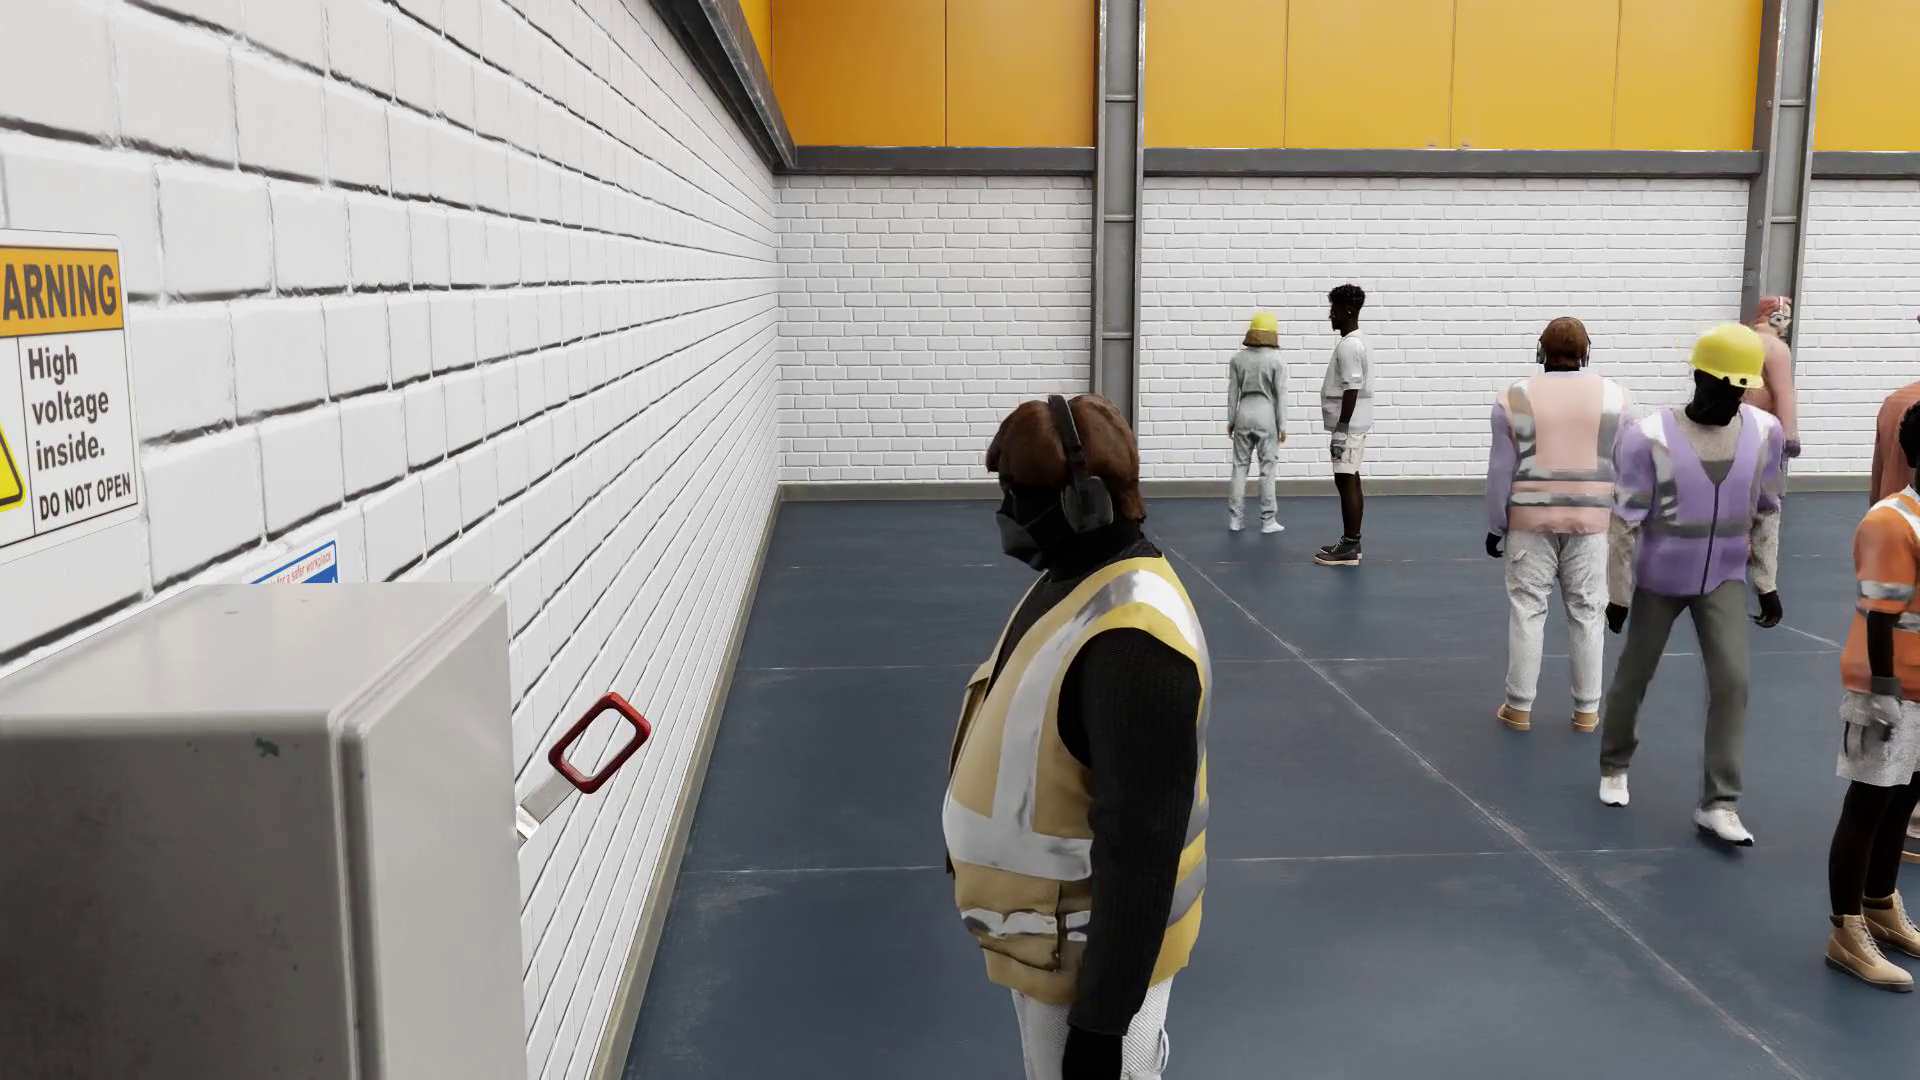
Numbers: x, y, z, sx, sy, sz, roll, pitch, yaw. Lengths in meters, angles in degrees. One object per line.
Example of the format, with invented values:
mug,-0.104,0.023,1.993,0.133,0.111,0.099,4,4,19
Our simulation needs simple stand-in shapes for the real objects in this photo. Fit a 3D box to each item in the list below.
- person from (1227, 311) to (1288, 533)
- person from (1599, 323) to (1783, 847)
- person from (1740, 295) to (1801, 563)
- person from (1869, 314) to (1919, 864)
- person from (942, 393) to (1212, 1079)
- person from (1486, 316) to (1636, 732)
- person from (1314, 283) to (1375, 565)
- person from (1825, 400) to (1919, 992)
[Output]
person,2.351,-0.925,13.107,0.492,1.744,0.325,6,11,33
person,2.664,0.151,6.020,0.601,1.840,0.964,0,9,1
person,5.609,-0.774,11.718,0.434,1.882,0.711,0,9,0
person,3.392,0.122,5.768,0.393,1.985,0.610,0,9,1
person,0.186,0.673,2.776,0.429,1.838,0.621,-1,9,-5
person,2.642,-0.062,7.373,0.619,1.845,0.430,2,9,11
person,2.706,-0.807,11.658,0.361,1.963,0.613,3,10,21
person,2.732,0.422,4.786,0.530,1.696,0.322,-7,11,-38
